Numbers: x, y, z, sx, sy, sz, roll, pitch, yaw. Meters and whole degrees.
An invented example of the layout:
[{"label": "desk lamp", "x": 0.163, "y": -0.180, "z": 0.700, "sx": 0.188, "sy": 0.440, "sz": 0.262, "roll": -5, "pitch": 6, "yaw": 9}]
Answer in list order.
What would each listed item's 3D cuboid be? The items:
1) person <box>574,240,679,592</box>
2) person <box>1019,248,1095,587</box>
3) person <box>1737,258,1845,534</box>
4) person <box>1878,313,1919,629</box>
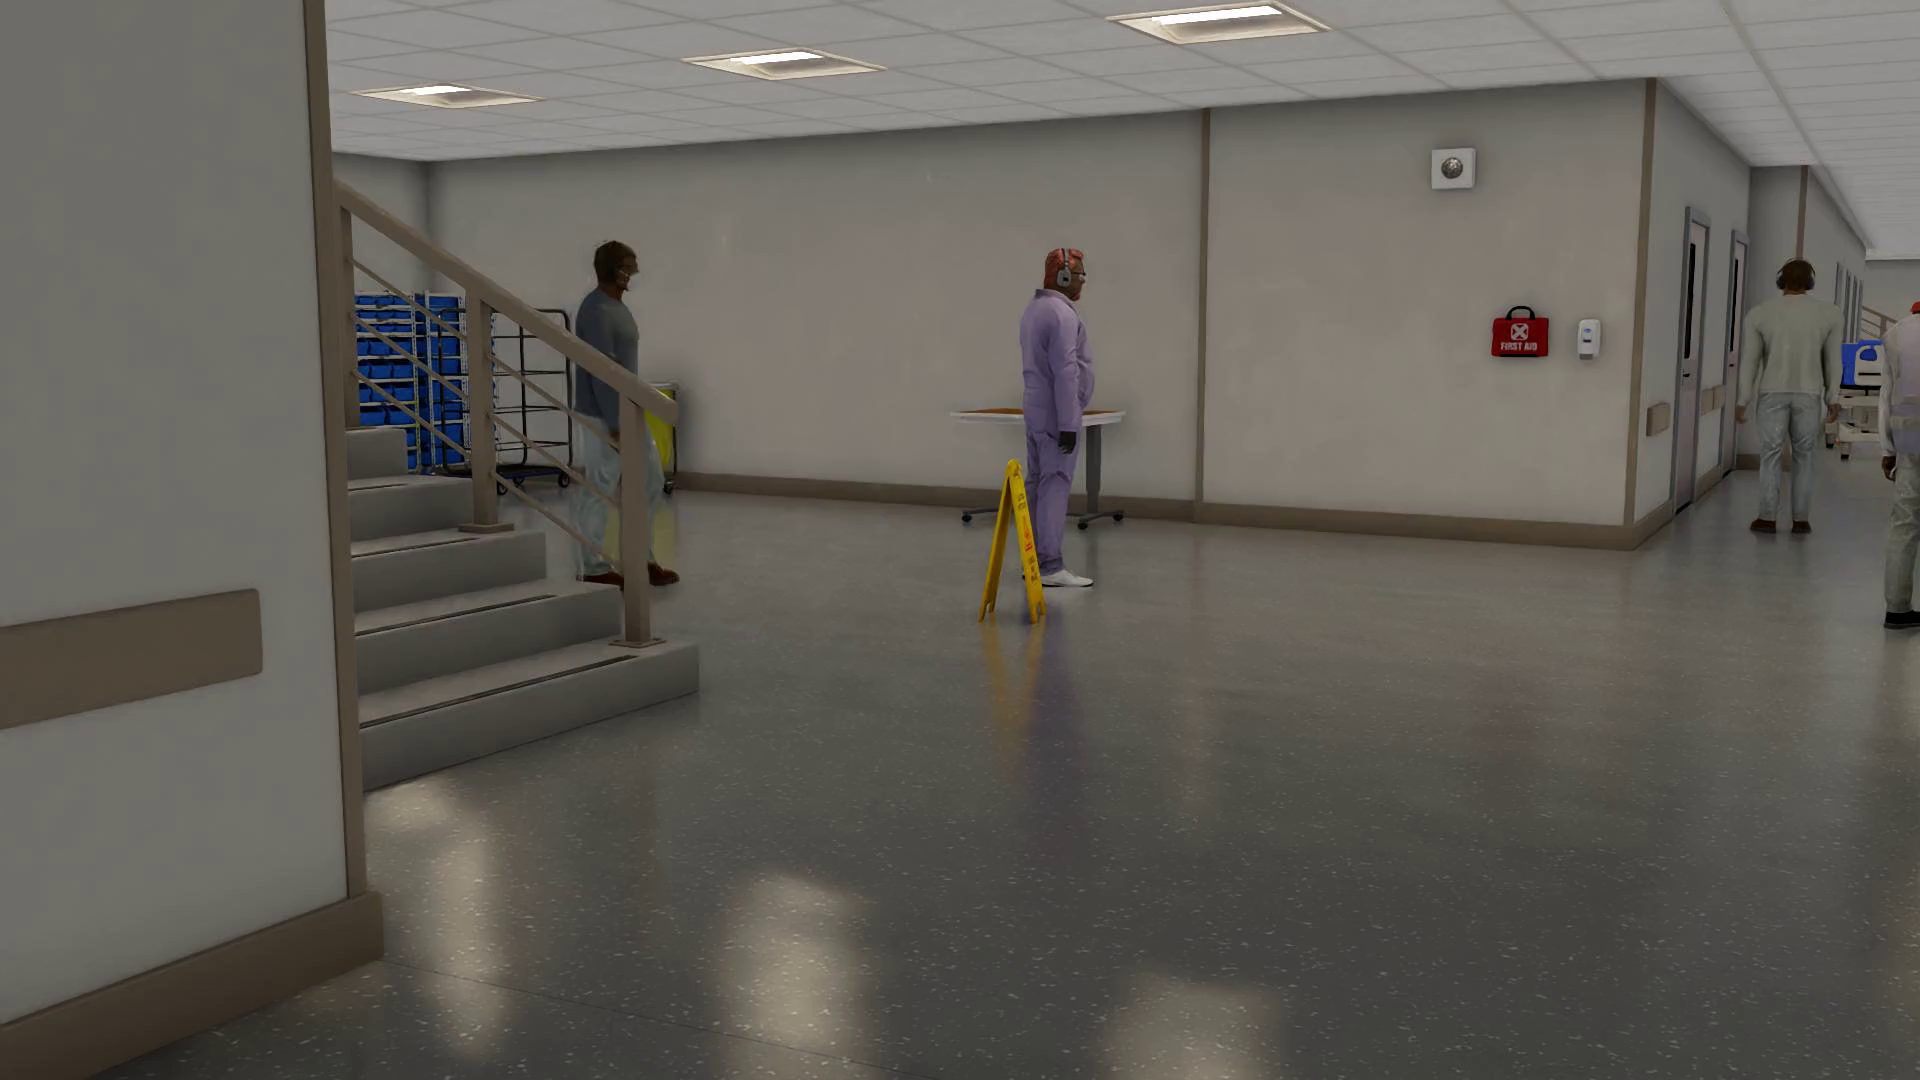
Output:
[{"label": "person", "x": -1.790, "y": -0.660, "z": 9.077, "sx": 0.667, "sy": 1.921, "sz": 0.655, "roll": 0, "pitch": 7, "yaw": 2}, {"label": "person", "x": 0.561, "y": -0.685, "z": 9.375, "sx": 0.403, "sy": 1.900, "sz": 0.636, "roll": -2, "pitch": 8, "yaw": -15}, {"label": "person", "x": 5.820, "y": -1.003, "z": 11.665, "sx": 0.640, "sy": 1.935, "sz": 0.368, "roll": 3, "pitch": 8, "yaw": 19}, {"label": "person", "x": 4.637, "y": -0.449, "z": 7.859, "sx": 0.403, "sy": 1.824, "sz": 0.590, "roll": -4, "pitch": 8, "yaw": -27}]
